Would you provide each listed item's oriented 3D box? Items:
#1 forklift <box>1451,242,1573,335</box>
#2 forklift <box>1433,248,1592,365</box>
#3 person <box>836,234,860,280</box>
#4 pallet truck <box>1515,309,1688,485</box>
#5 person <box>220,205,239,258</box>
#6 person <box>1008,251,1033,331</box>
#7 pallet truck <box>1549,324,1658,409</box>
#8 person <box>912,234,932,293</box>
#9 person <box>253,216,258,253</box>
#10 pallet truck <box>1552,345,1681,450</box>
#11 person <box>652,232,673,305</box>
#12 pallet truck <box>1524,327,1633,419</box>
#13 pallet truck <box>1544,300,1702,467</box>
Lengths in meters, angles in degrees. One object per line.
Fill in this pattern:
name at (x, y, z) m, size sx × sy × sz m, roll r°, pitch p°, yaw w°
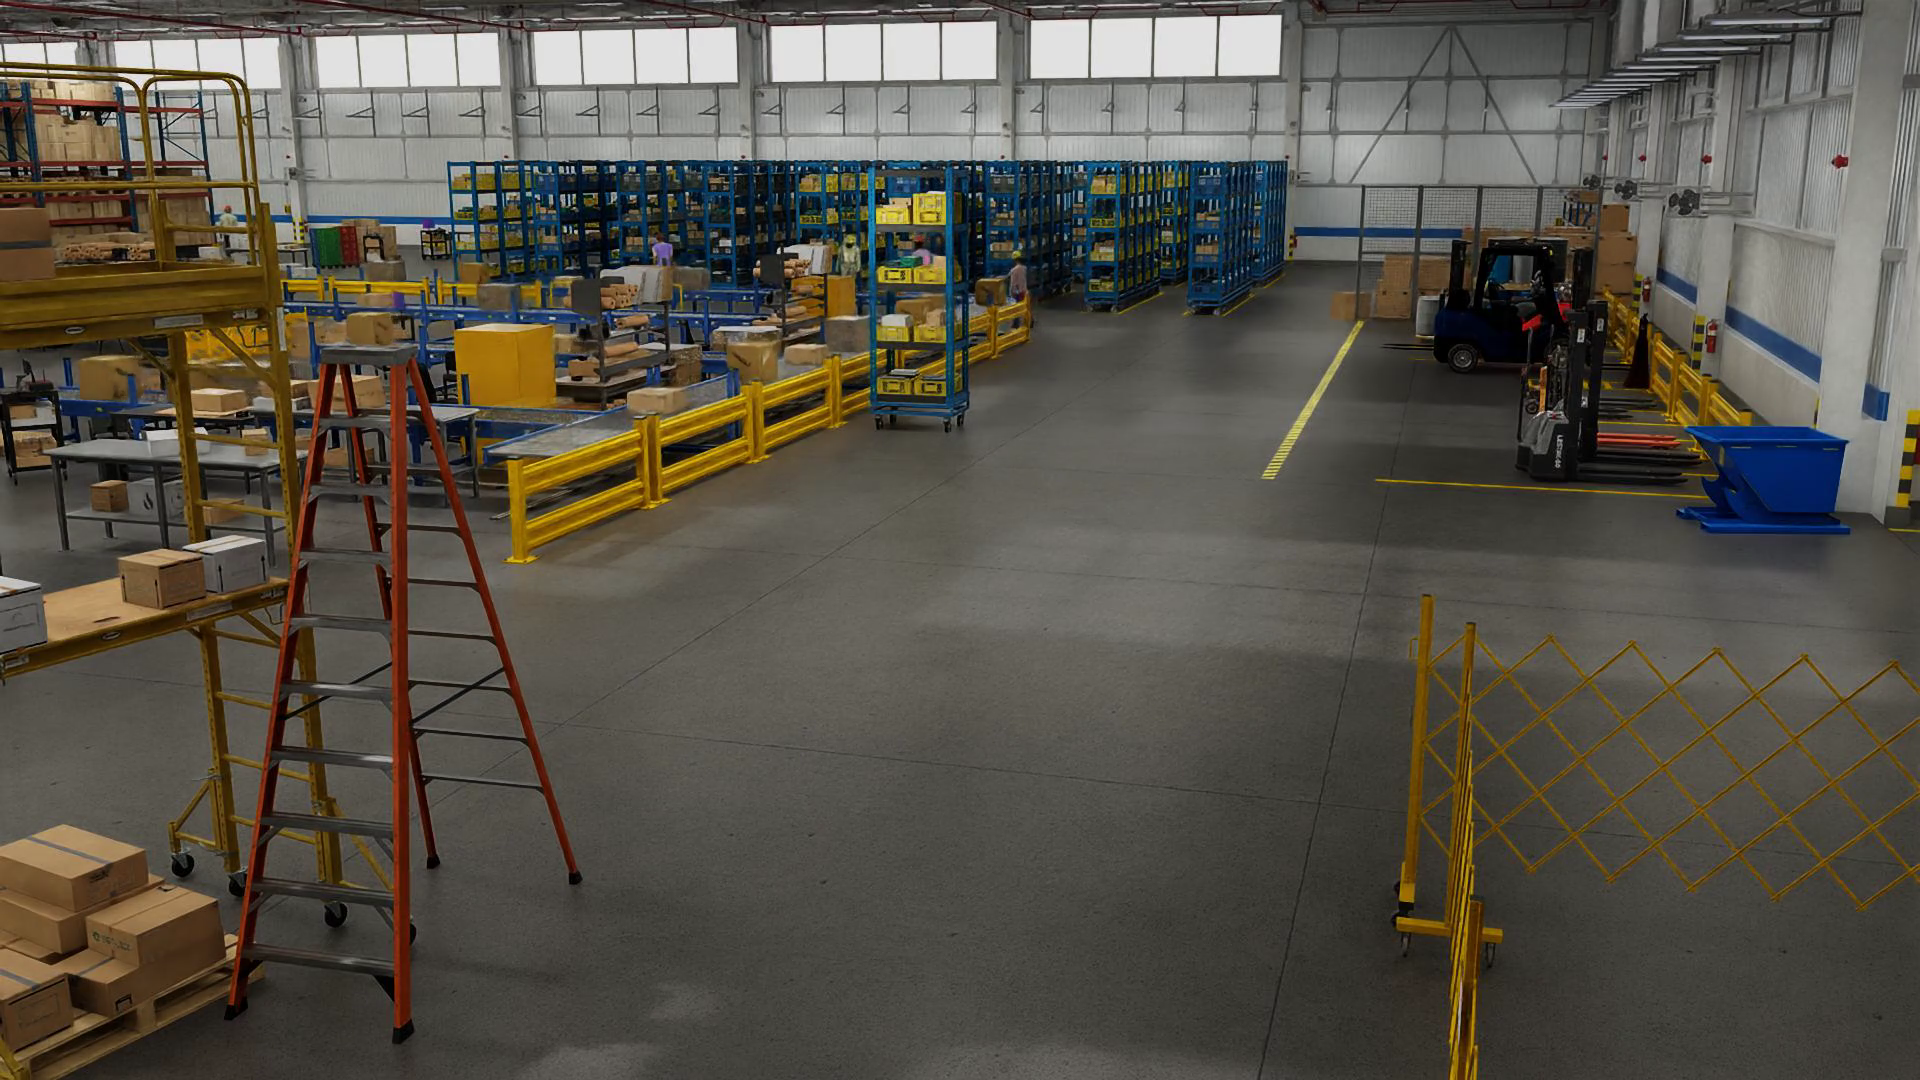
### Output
forklift at (10.464, -4.597, 31.405) m, size 2.680 × 1.987 × 1.157 m, roll 4°, pitch 14°, yaw 16°
forklift at (9.780, -4.111, 29.280) m, size 2.680 × 1.987 × 1.157 m, roll 3°, pitch 13°, yaw 14°
person at (-2.886, -6.993, 42.847) m, size 0.600 × 1.787 × 0.789 m, roll -3°, pitch 13°, yaw -13°
pallet truck at (7.554, -1.677, 19.446) m, size 1.885 × 1.965 × 0.823 m, roll 3°, pitch 13°, yaw 14°
person at (-26.687, -11.241, 60.835) m, size 0.660 × 1.950 × 0.957 m, roll -4°, pitch 14°, yaw -16°
person at (1.283, -5.347, 35.814) m, size 0.549 × 1.751 × 0.504 m, roll -12°, pitch 18°, yaw -43°
pallet truck at (9.824, -2.669, 25.407) m, size 1.601 × 1.201 × 0.680 m, roll 4°, pitch 14°, yaw 16°
person at (-0.814, -5.991, 38.067) m, size 0.602 × 2.011 × 0.962 m, roll -12°, pitch 18°, yaw -42°
person at (-25.473, -10.931, 60.258) m, size 0.512 × 1.607 × 0.760 m, roll -8°, pitch 15°, yaw -32°
pallet truck at (8.641, -1.896, 21.908) m, size 1.630 × 1.274 × 0.653 m, roll 4°, pitch 14°, yaw 16°
person at (-7.565, -6.919, 42.413) m, size 0.563 × 1.847 × 0.388 m, roll -9°, pitch 16°, yaw -35°
pallet truck at (9.065, -2.460, 24.370) m, size 1.522 × 1.261 × 0.704 m, roll 3°, pitch 13°, yaw 14°
pallet truck at (8.263, -1.952, 20.631) m, size 1.885 × 1.965 × 0.823 m, roll 5°, pitch 14°, yaw 20°
